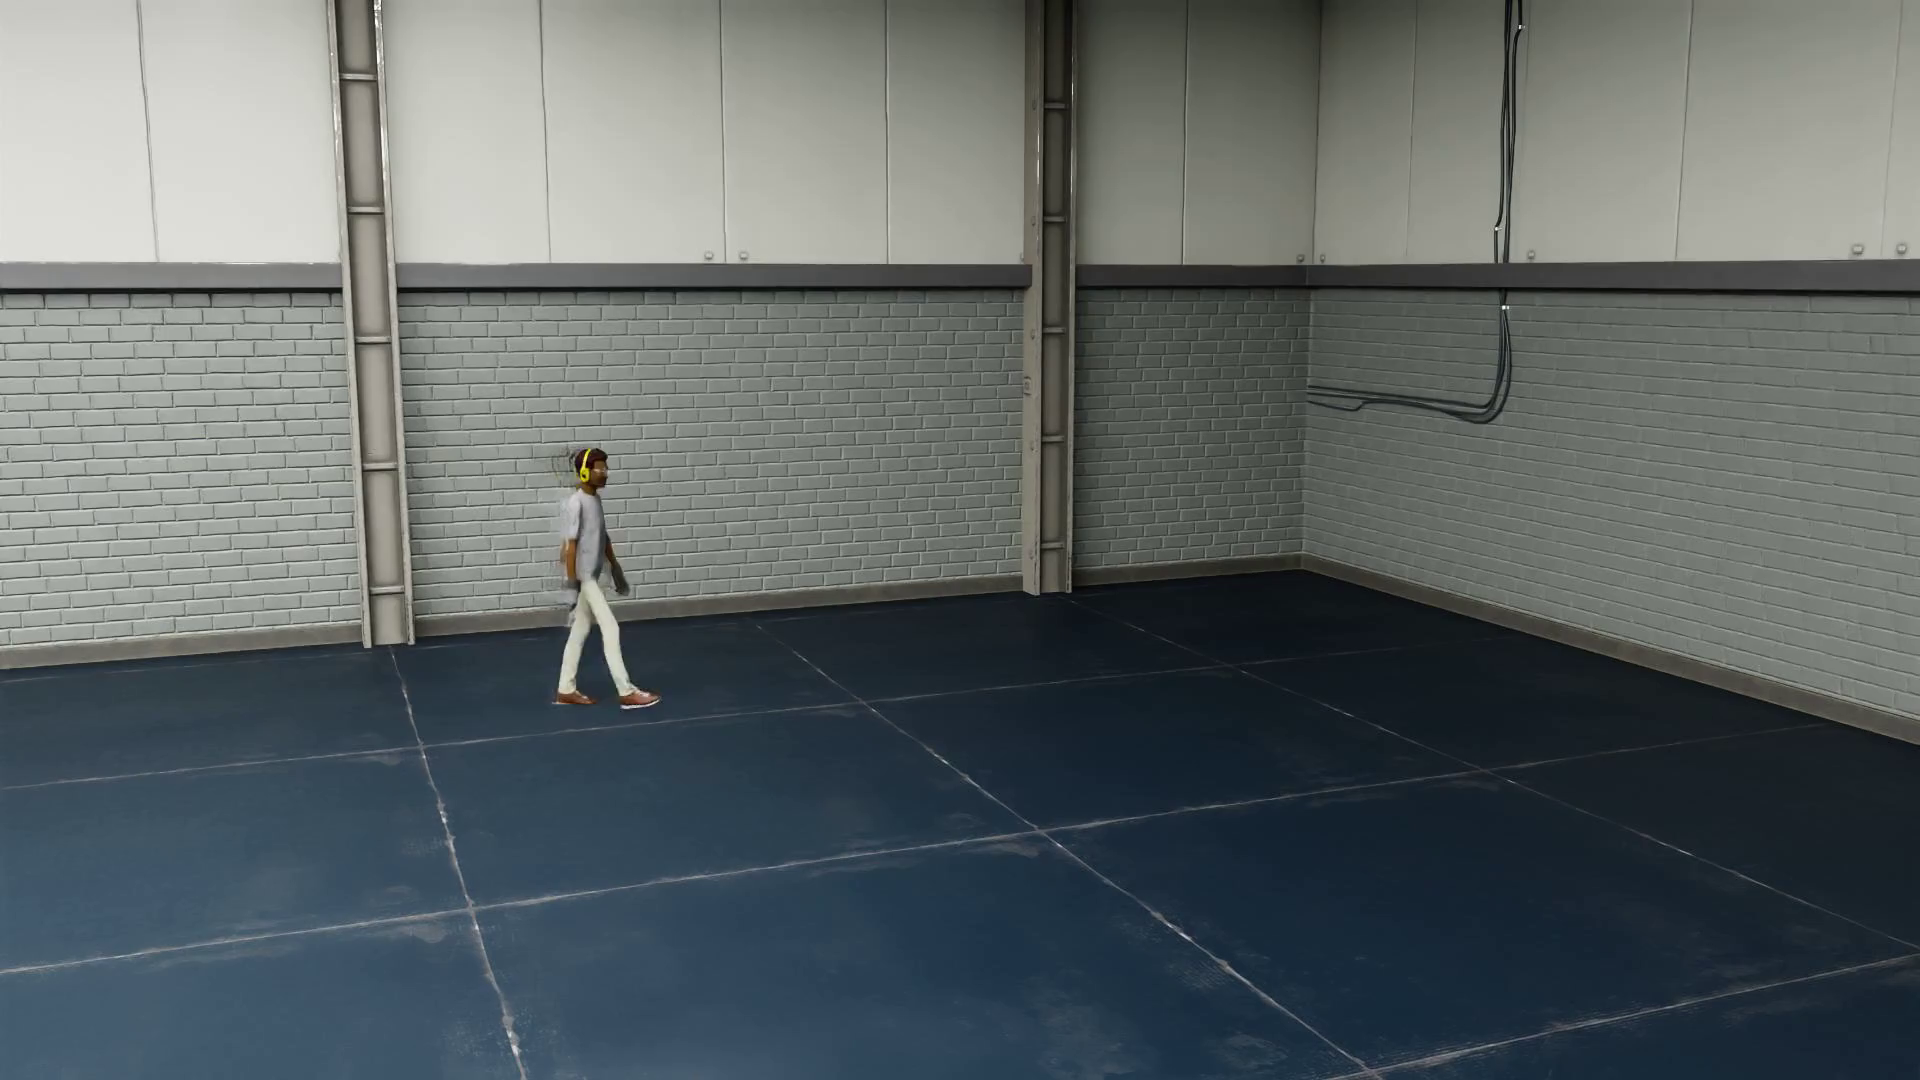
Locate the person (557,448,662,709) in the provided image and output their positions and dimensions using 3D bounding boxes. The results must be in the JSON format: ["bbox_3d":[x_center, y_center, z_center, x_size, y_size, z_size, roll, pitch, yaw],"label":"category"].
[{"bbox_3d":[-2.463,0.278,11.637,0.878,1.838,0.515,0,9,0],"label":"person"}]
